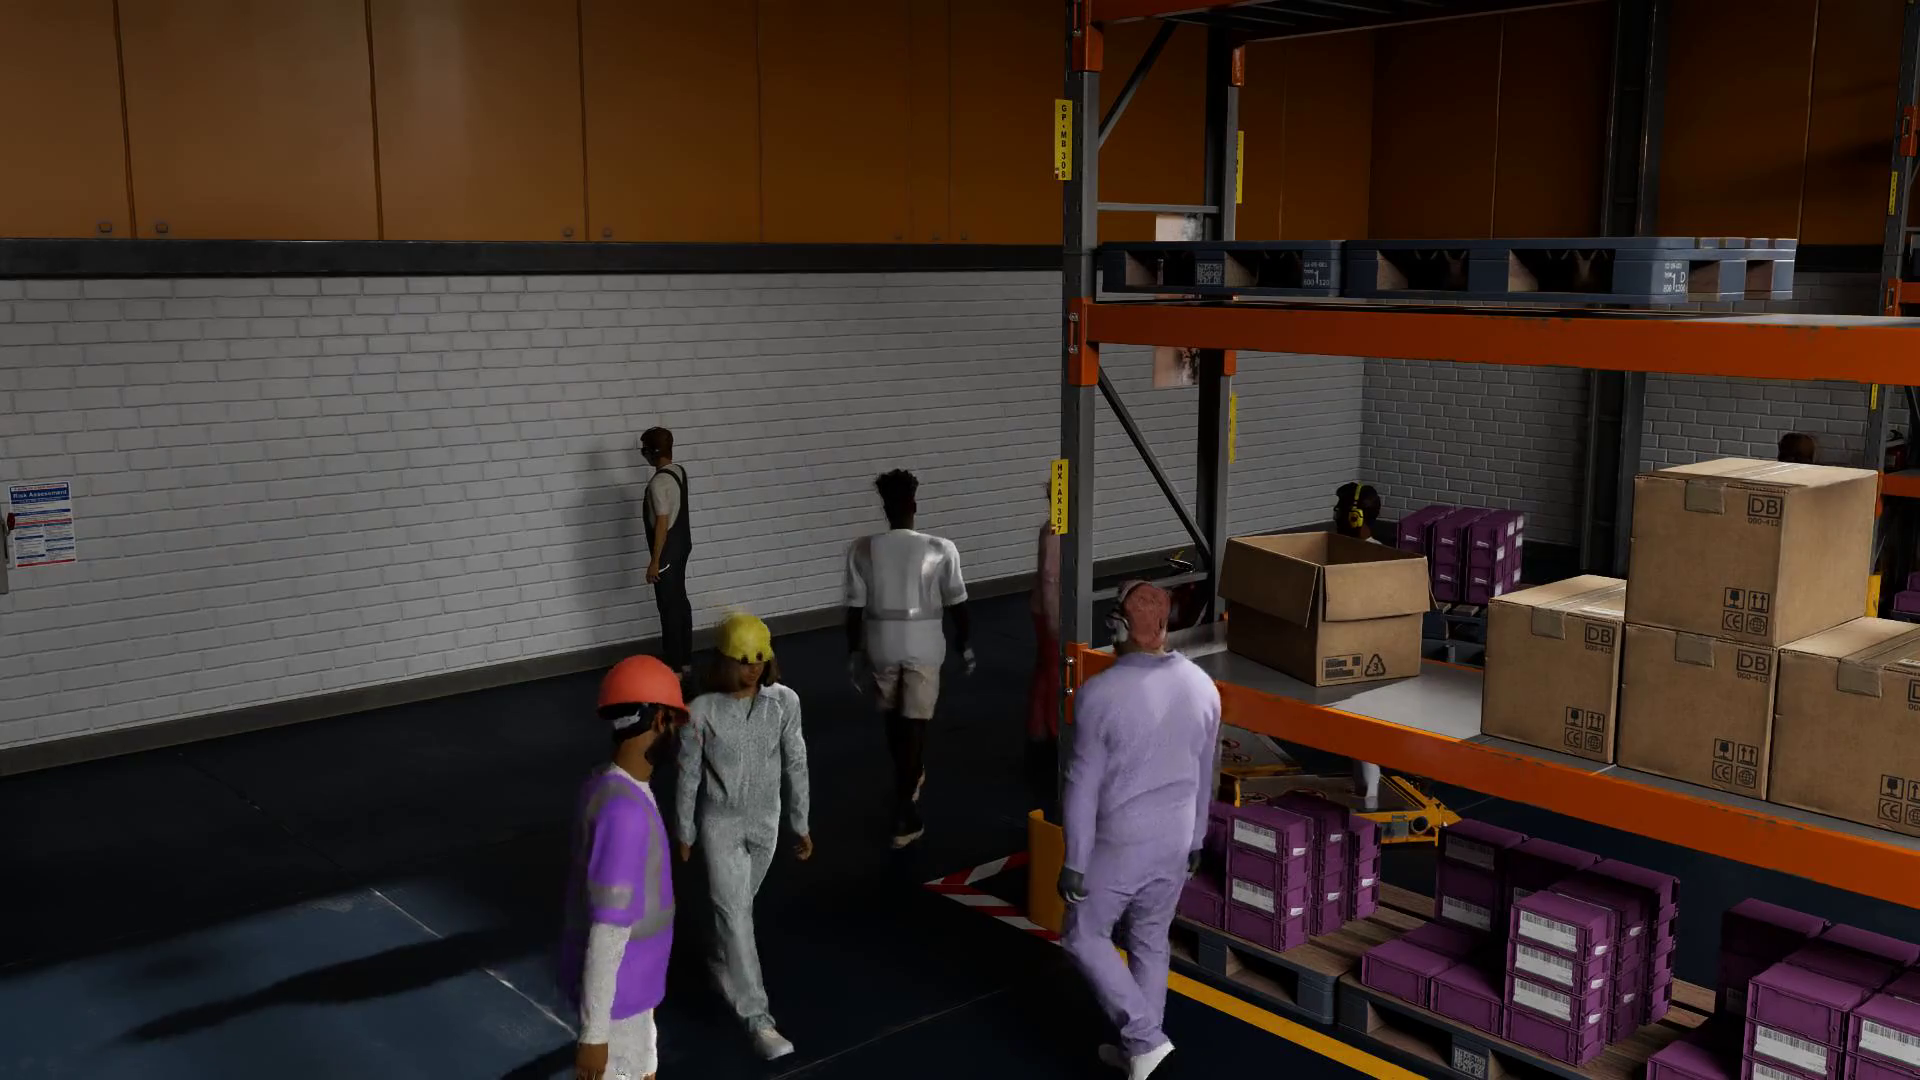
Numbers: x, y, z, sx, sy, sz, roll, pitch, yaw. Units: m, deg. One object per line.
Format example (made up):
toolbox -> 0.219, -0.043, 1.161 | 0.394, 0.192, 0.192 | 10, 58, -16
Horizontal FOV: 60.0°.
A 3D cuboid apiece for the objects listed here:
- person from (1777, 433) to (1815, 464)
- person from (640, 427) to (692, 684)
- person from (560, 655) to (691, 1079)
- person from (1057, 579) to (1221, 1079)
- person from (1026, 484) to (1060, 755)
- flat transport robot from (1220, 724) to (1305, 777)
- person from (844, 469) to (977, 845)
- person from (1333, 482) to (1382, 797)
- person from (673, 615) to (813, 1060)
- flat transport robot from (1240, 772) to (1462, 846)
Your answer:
person -> 5.942, 0.130, 11.855 | 0.644, 1.796, 0.970 | -5, 11, -29
person -> -2.090, 0.112, 11.815 | 0.345, 1.840, 0.504 | 2, 10, 10
person -> -0.959, 1.303, 4.725 | 0.430, 1.883, 0.751 | -1, 10, -8
person -> 0.644, 1.087, 5.944 | 0.674, 1.891, 0.497 | -7, 12, -34
person -> 0.608, 0.441, 10.172 | 0.460, 1.744, 0.534 | 3, 10, 17
flat transport robot -> 1.489, 1.256, 9.699 | 0.652, 0.197, 1.431 | -1, 10, -7
person -> -0.252, 0.574, 8.874 | 0.631, 1.907, 1.008 | 3, 10, 15
person -> 2.071, 0.631, 8.701 | 0.325, 1.866, 0.516 | 4, 10, 21
person -> -0.831, 1.105, 6.439 | 0.494, 1.686, 0.931 | -6, 12, -33
flat transport robot -> 1.884, 1.423, 8.722 | 1.431, 0.197, 0.652 | -1, 10, -7
